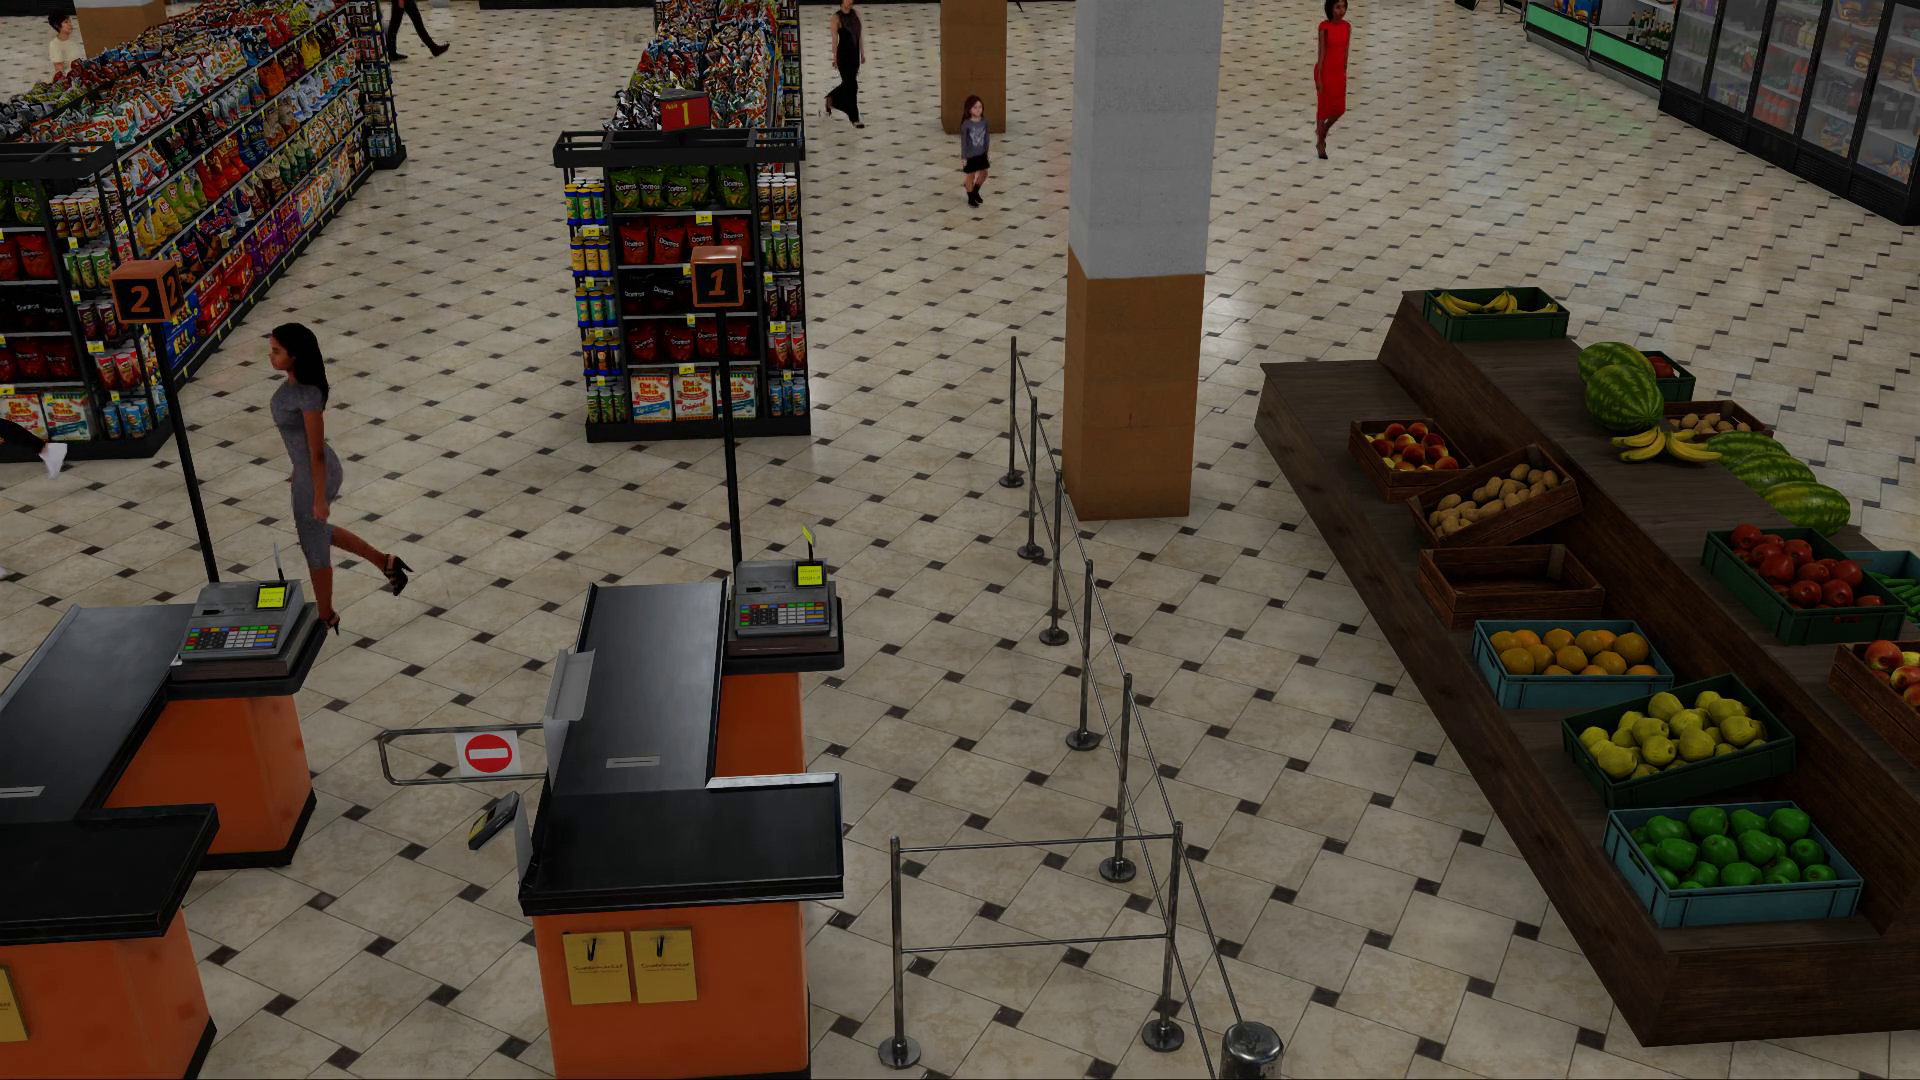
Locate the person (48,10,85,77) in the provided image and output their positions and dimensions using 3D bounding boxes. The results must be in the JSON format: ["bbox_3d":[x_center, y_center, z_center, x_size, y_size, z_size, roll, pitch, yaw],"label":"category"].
[{"bbox_3d":[-9.602,-4.888,17.930,0.672,1.577,0.514,0,27,1],"label":"person"}]

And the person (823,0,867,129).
[{"bbox_3d":[-1.359,-5.618,19.373,1.013,1.574,0.964,21,34,35],"label":"person"}]

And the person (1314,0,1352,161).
[{"bbox_3d":[3.962,-5.014,18.005,0.650,1.734,0.731,-9,28,-17],"label":"person"}]

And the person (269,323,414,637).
[{"bbox_3d":[-3.291,-0.302,8.677,0.859,1.767,0.903,-12,29,-23],"label":"person"}]

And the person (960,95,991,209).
[{"bbox_3d":[0.120,-3.843,16.396,0.562,1.101,0.589,-16,31,-28],"label":"person"}]

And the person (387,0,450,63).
[{"bbox_3d":[-7.725,-7.410,22.711,1.034,1.751,1.122,-15,30,-27],"label":"person"}]
